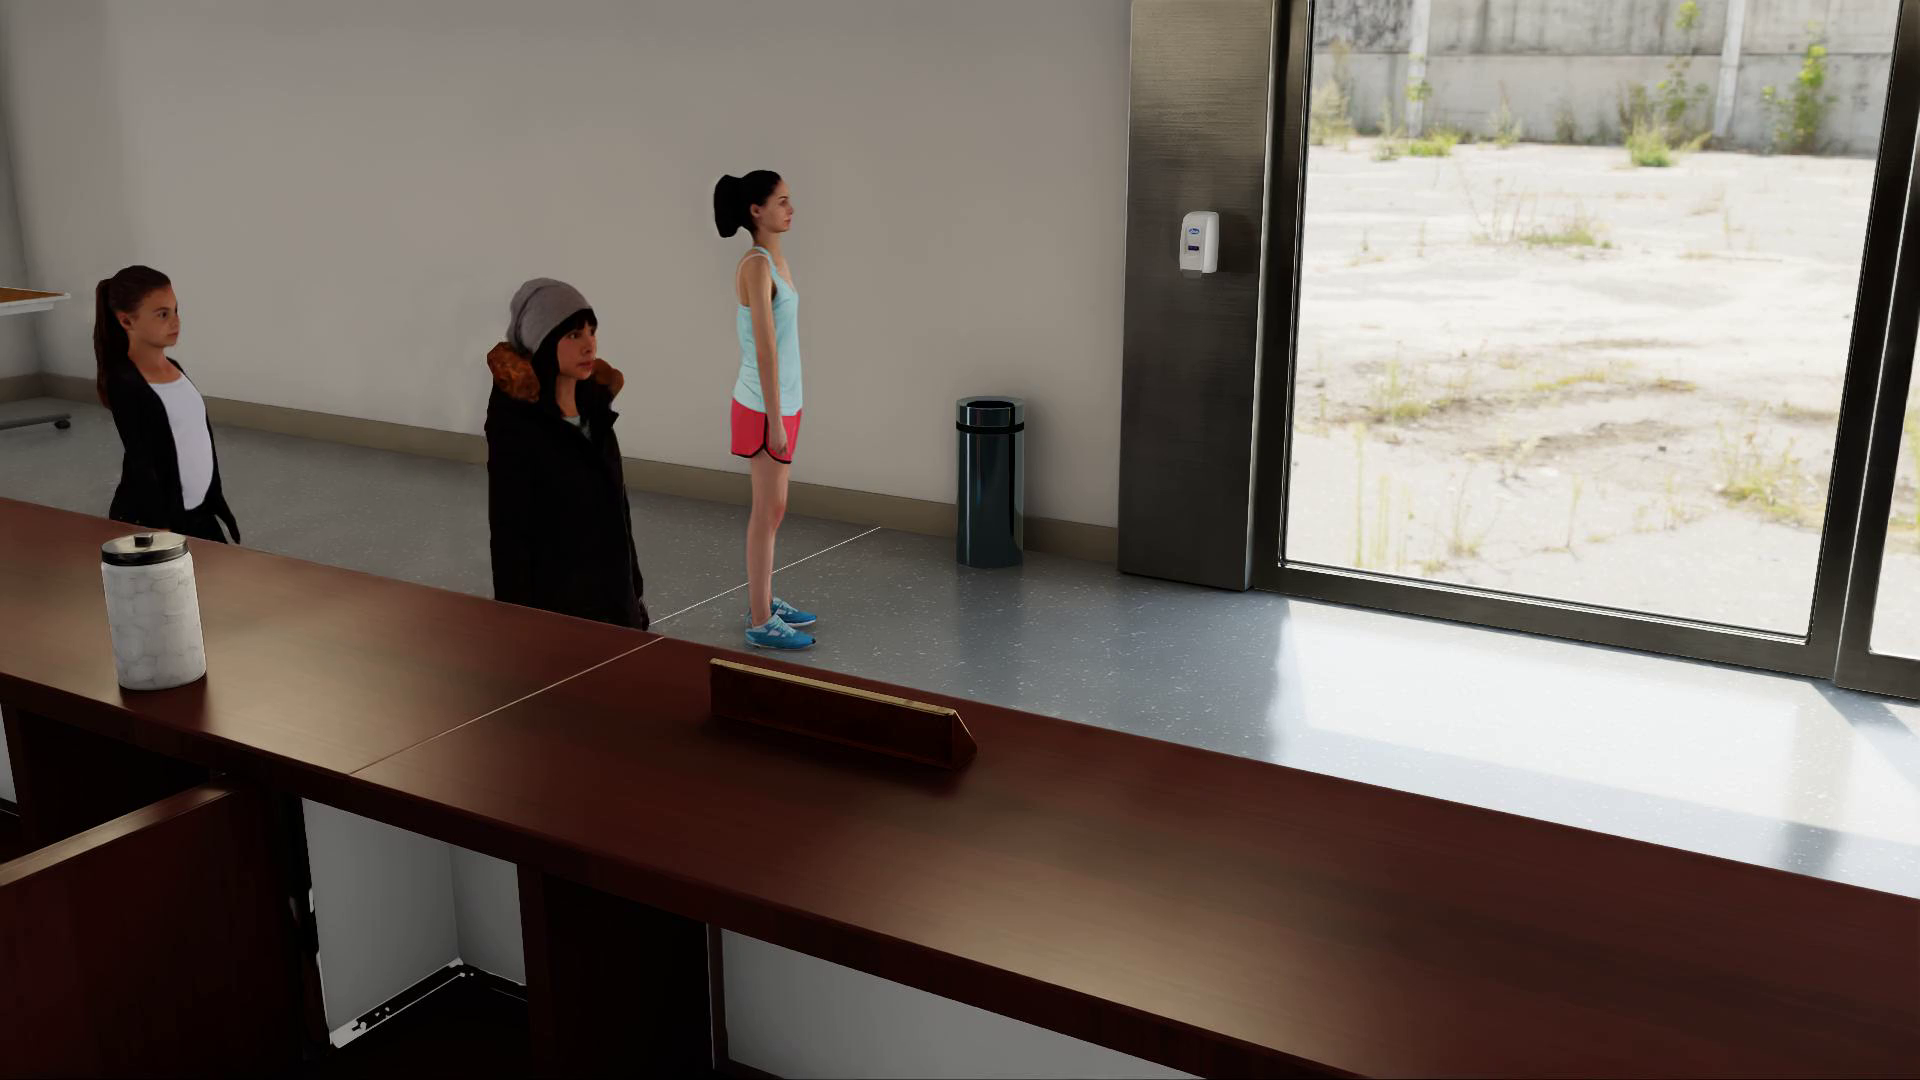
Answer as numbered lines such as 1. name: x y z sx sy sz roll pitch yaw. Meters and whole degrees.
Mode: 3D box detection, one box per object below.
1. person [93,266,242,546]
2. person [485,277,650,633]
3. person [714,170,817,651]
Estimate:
1. person: -2.518 -0.063 5.124 0.661 1.544 0.622 3 16 10
2. person: -1.040 0.153 4.205 0.730 1.627 0.674 6 17 20
3. person: -0.704 -0.480 6.199 0.758 1.764 0.664 -1 16 -2
